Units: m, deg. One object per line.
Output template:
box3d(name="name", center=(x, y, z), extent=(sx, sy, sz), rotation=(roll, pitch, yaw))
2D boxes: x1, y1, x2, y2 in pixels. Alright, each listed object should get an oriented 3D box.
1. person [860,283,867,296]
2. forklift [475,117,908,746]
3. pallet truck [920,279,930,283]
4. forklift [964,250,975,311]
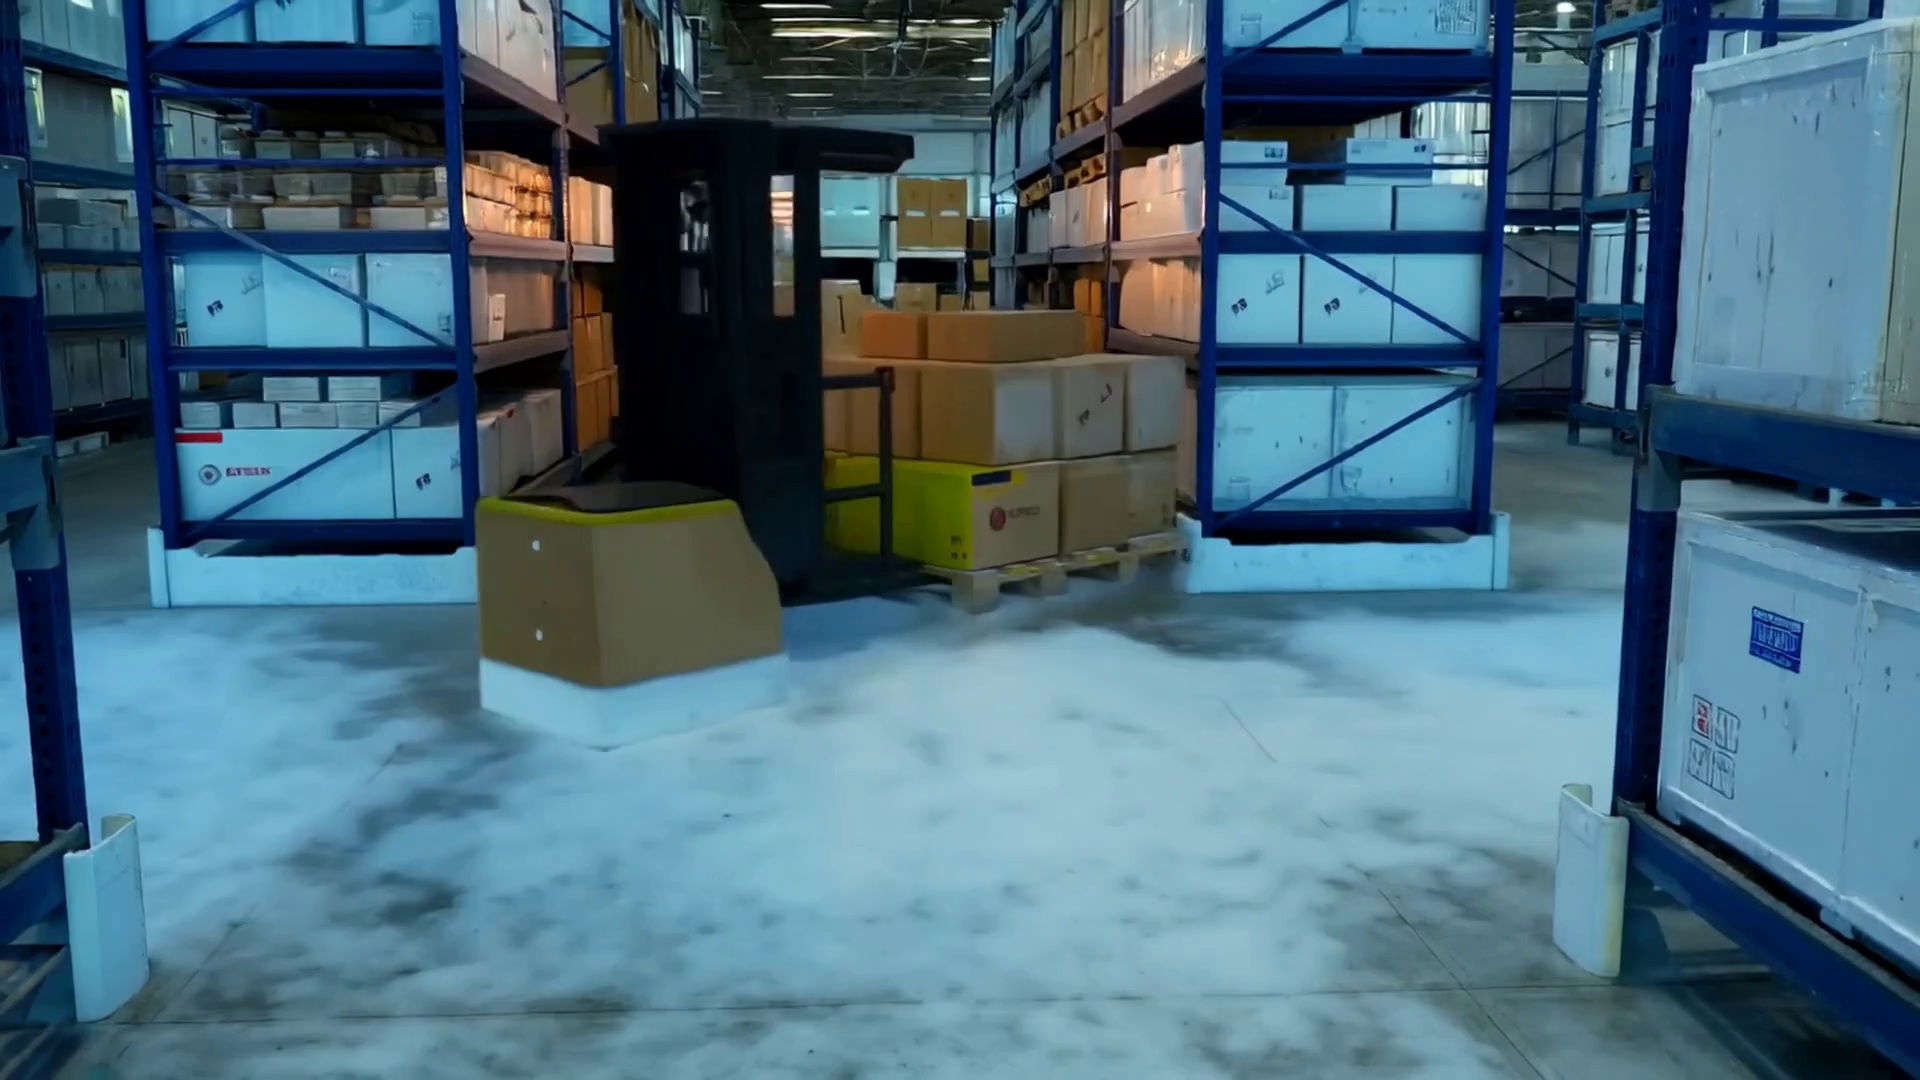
box3d(name="person", center=(-3.033, -6.927, 50.973), extent=(1.035, 1.888, 0.636), rotation=(0, 9, -1))
box3d(name="forklift", center=(-1.308, -0.592, 8.049), extent=(1.129, 2.768, 1.873), rotation=(8, 12, 42))
box3d(name="pallet truck", center=(-0.932, -8.922, 63.114), extent=(1.885, 1.965, 0.823), rotation=(2, 9, 13))
box3d(name="forklift", center=(0.693, -6.956, 48.005), extent=(1.129, 2.768, 1.873), rotation=(-1, 9, -7))
